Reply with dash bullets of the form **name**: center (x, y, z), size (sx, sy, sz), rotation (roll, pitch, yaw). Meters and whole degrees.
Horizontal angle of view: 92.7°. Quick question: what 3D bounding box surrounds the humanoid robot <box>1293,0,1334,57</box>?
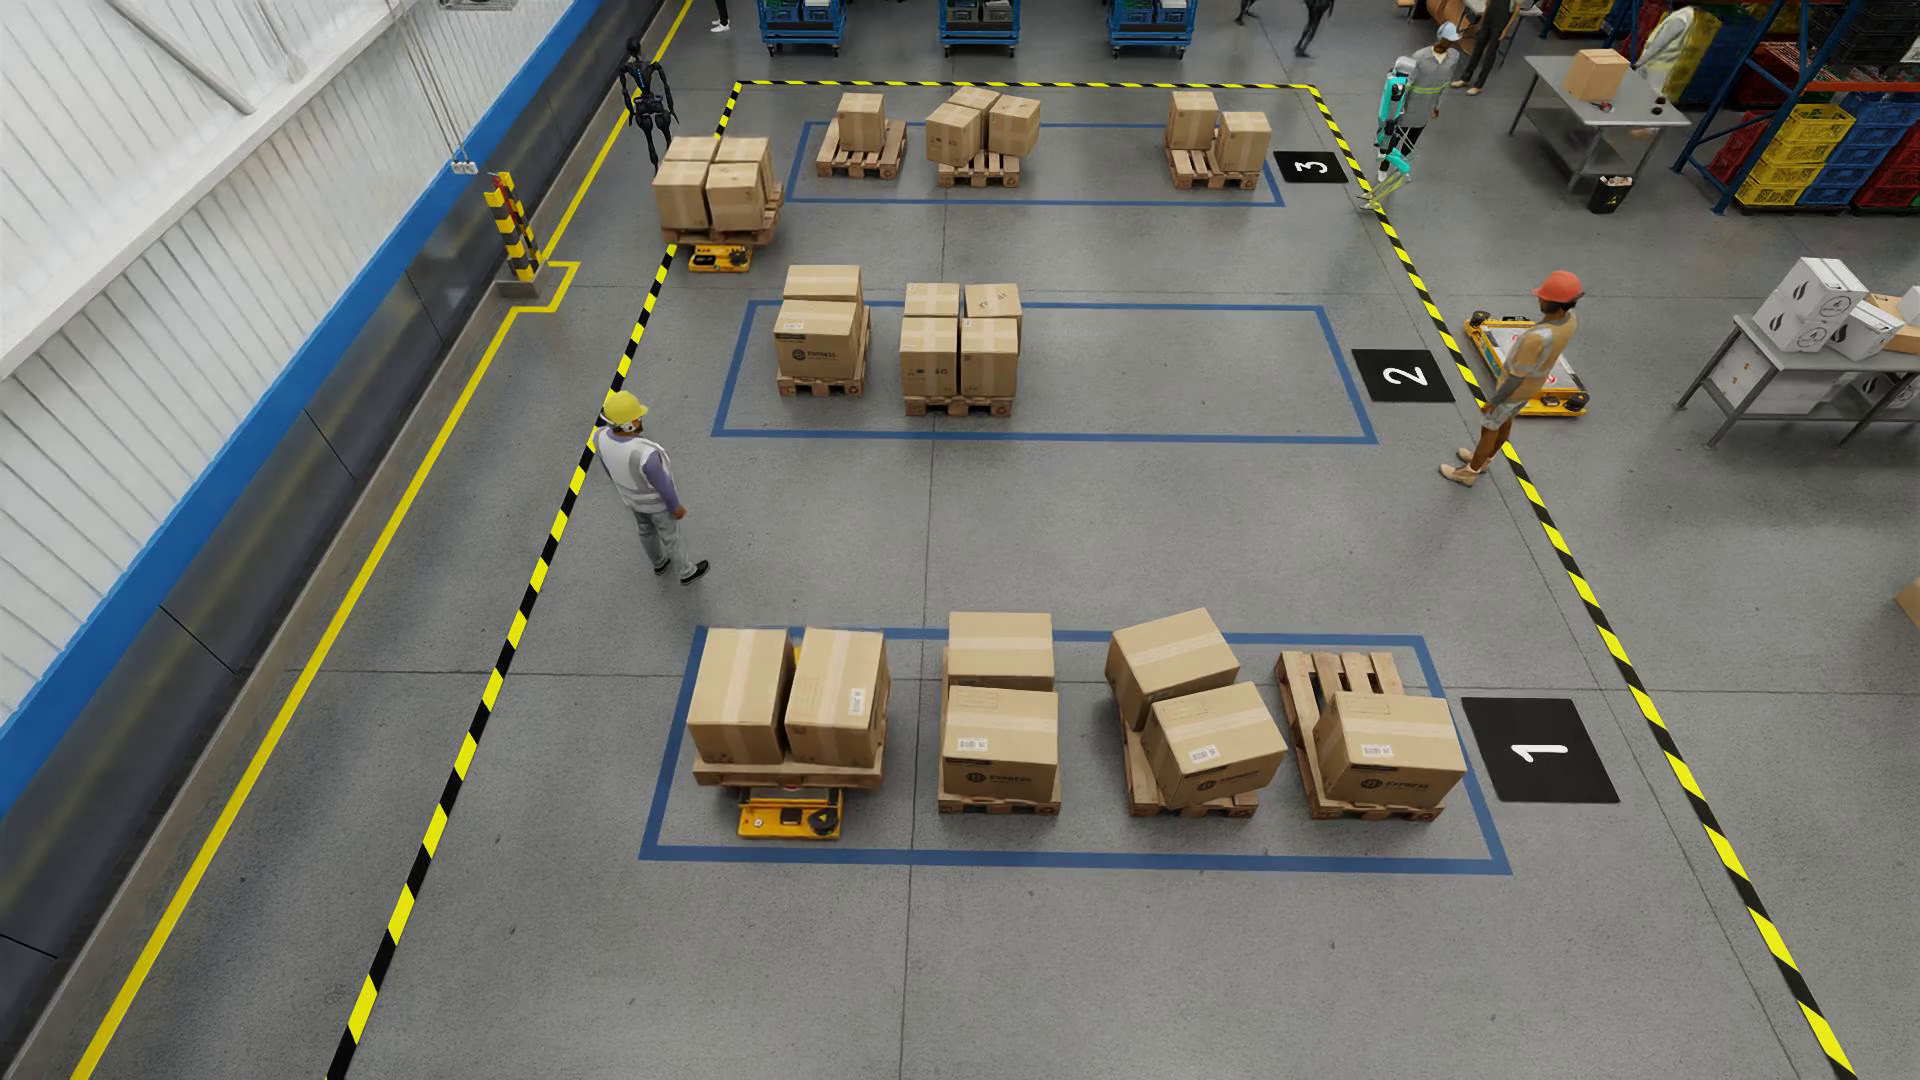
- **humanoid robot**: center (5.318, -8.070, 13.591), size (0.383, 1.640, 0.595), rotation (-21, 52, -17)

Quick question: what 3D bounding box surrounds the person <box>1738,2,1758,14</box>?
- **person**: center (13.153, -9.516, 14.597), size (0.366, 2.045, 0.607), rotation (20, 52, 17)

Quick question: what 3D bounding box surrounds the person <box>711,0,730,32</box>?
- **person**: center (-3.884, -8.916, 14.192), size (0.312, 1.868, 0.527), rotation (-4, 49, -4)

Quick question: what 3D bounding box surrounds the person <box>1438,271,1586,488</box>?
- **person**: center (4.496, -1.267, 7.464), size (0.604, 2.034, 0.392), rotation (-30, 55, -23)

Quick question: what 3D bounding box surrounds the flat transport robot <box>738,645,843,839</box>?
- **flat transport robot**: center (-1.099, 1.344, 6.352), size (0.652, 0.197, 1.431), rotation (1, 49, 1)

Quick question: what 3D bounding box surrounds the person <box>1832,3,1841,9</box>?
- **person**: center (13.488, -8.247, 13.731), size (0.620, 1.699, 0.330), rotation (0, 49, 0)

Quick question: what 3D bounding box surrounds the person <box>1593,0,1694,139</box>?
- **person**: center (8.996, -6.183, 11.886), size (0.938, 1.781, 0.635), rotation (20, 52, 17)

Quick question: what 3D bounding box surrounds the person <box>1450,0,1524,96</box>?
- **person**: center (7.405, -7.144, 12.674), size (0.347, 1.845, 0.504), rotation (-18, 52, -15)

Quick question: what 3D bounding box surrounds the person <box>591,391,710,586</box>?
- **person**: center (-2.300, -0.352, 6.809), size (0.586, 1.824, 0.404), rotation (23, 53, 19)

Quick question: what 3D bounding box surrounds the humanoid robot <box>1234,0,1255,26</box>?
- **humanoid robot**: center (4.684, -9.092, 14.468), size (0.607, 1.639, 0.375), rotation (-37, 58, -27)

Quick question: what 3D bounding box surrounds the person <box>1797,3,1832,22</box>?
- **person**: center (12.727, -8.017, 13.430), size (0.683, 1.838, 0.558), rotation (2, 49, 1)

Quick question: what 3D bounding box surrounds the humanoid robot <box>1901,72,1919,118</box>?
- **humanoid robot**: center (11.900, -5.452, 11.327), size (0.327, 1.650, 0.590), rotation (-1, 49, 0)

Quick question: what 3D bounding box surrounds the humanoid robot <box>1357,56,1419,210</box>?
- **humanoid robot**: center (5.024, -4.592, 10.448), size (0.735, 1.677, 0.533), rotation (9, 50, 8)

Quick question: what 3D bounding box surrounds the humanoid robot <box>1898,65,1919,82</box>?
- **humanoid robot**: center (12.426, -5.951, 11.738), size (0.661, 1.840, 0.541), rotation (8, 50, 7)

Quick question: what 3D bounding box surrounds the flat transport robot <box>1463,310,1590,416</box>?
- **flat transport robot**: center (5.573, -1.757, 9.054), size (0.659, 0.231, 1.431), rotation (1, 49, 1)

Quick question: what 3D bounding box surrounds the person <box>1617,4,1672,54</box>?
- **person**: center (10.488, -8.045, 13.524), size (0.817, 1.735, 0.520), rotation (-11, 50, -9)

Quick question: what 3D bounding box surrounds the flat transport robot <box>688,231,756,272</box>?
- **flat transport robot**: center (-2.687, -3.595, 10.626), size (0.652, 0.197, 1.431), rotation (1, 49, 1)

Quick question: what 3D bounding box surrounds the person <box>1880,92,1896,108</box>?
- **person**: center (13.285, -6.817, 12.348), size (0.392, 1.914, 0.586), rotation (13, 50, 11)

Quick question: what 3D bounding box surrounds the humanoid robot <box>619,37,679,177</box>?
- **humanoid robot**: center (-3.738, -5.178, 11.075), size (0.599, 1.655, 0.315), rotation (-7, 49, -6)

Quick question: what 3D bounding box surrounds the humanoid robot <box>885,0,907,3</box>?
- **humanoid robot**: center (-1.115, -9.828, 15.099), size (0.599, 1.657, 0.315), rotation (20, 52, 17)

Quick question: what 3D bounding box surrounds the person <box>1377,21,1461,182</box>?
- **person**: center (5.513, -5.211, 10.996), size (0.596, 1.852, 0.378), rotation (-6, 49, -6)
